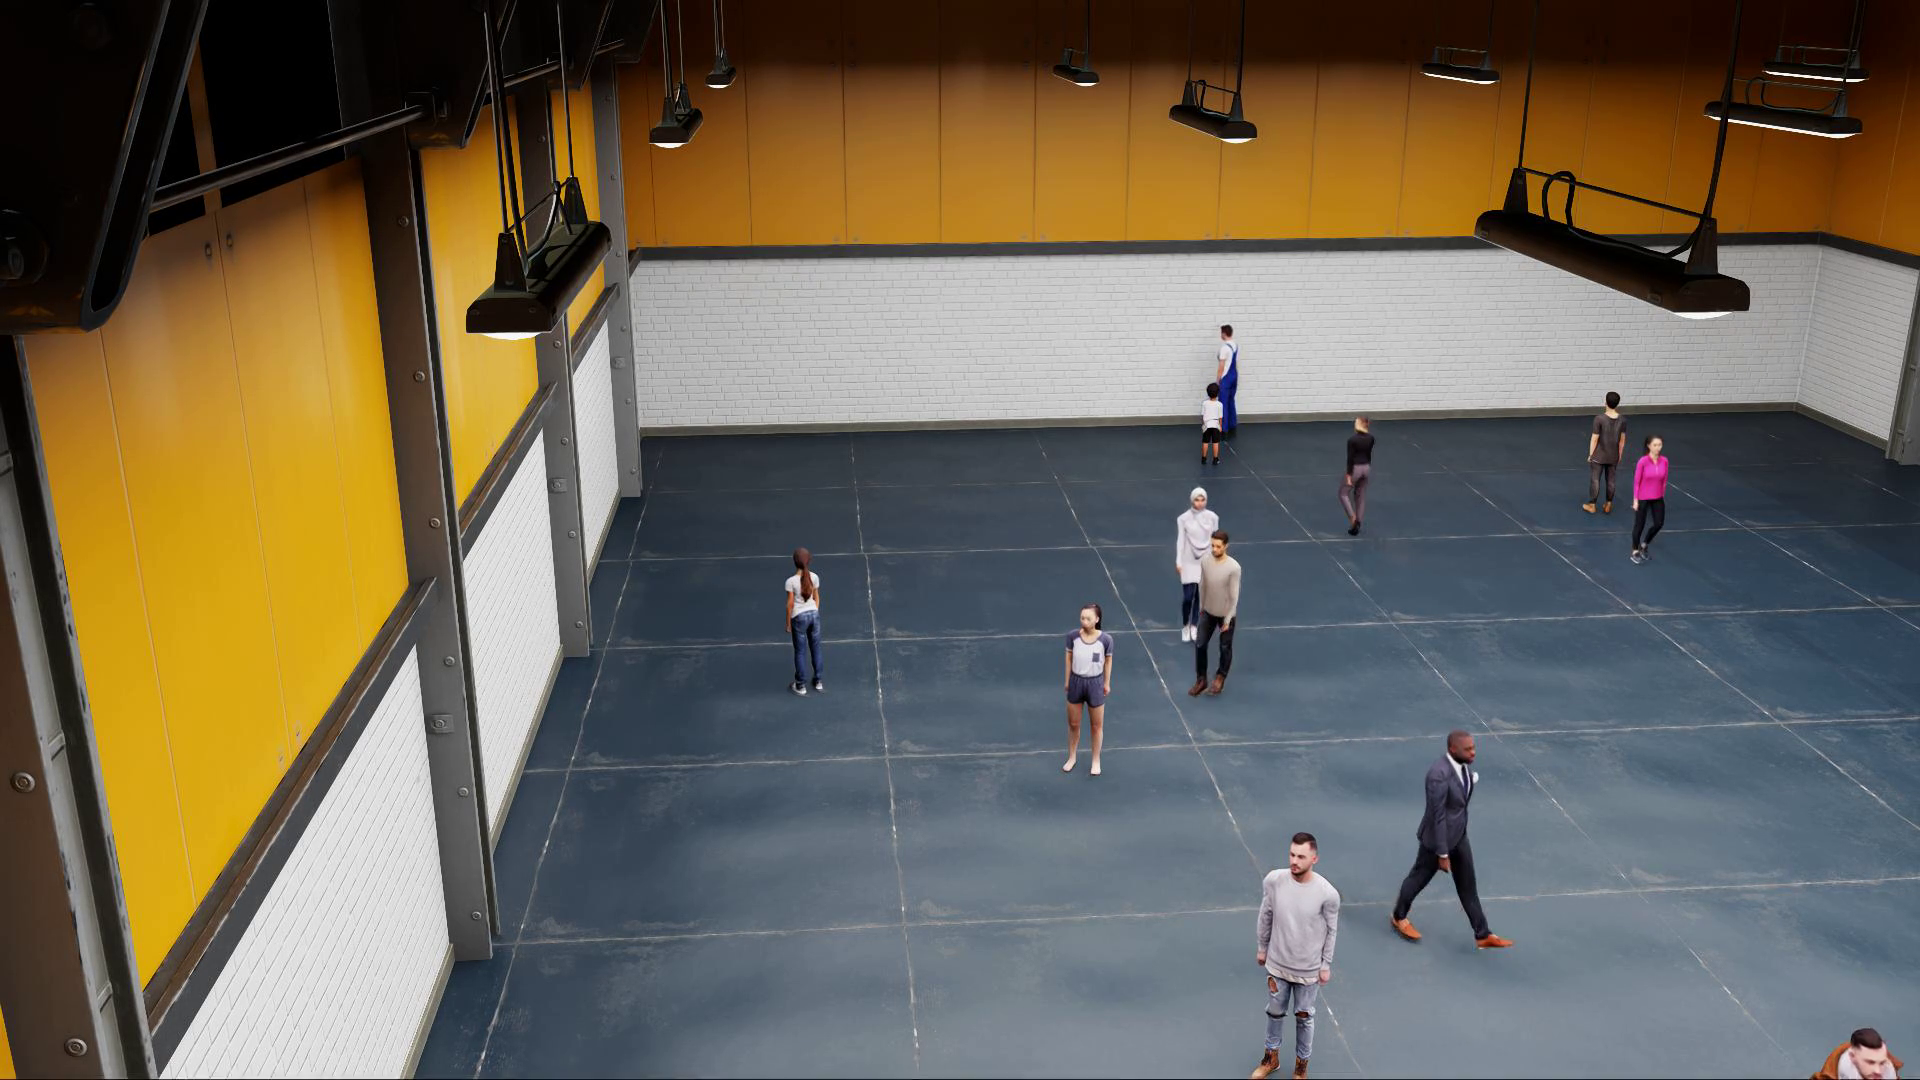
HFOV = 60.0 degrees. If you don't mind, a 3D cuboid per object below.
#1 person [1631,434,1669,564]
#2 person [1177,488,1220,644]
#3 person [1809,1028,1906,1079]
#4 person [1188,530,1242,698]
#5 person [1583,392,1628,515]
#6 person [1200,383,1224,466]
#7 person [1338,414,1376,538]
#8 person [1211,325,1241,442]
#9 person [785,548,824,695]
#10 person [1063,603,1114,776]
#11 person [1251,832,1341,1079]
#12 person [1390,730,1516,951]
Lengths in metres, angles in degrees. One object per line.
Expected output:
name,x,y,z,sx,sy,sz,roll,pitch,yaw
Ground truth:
person,8.680,-0.539,21.068,0.577,1.686,0.573,-2,19,-5
person,2.645,0.253,18.590,0.634,1.766,0.575,-1,19,-2
person,4.770,3.434,9.082,0.782,1.807,1.154,0,19,1
person,2.700,0.724,17.079,0.838,1.838,0.905,11,22,30
person,8.943,-1.214,23.023,0.639,1.717,0.583,0,19,1
person,3.843,-1.775,25.413,0.535,1.256,0.552,4,19,12
person,5.297,-0.820,21.940,0.683,1.662,0.712,-8,20,-22
person,4.332,-2.559,26.838,1.014,1.832,0.966,17,25,41
person,-1.609,0.816,17.238,0.616,1.562,0.636,-10,21,-28
person,1.176,1.371,15.453,0.660,1.650,0.639,5,19,15
person,2.214,2.766,11.013,0.767,1.840,0.769,9,21,26
person,3.589,2.255,12.629,1.292,1.777,1.206,16,25,40
